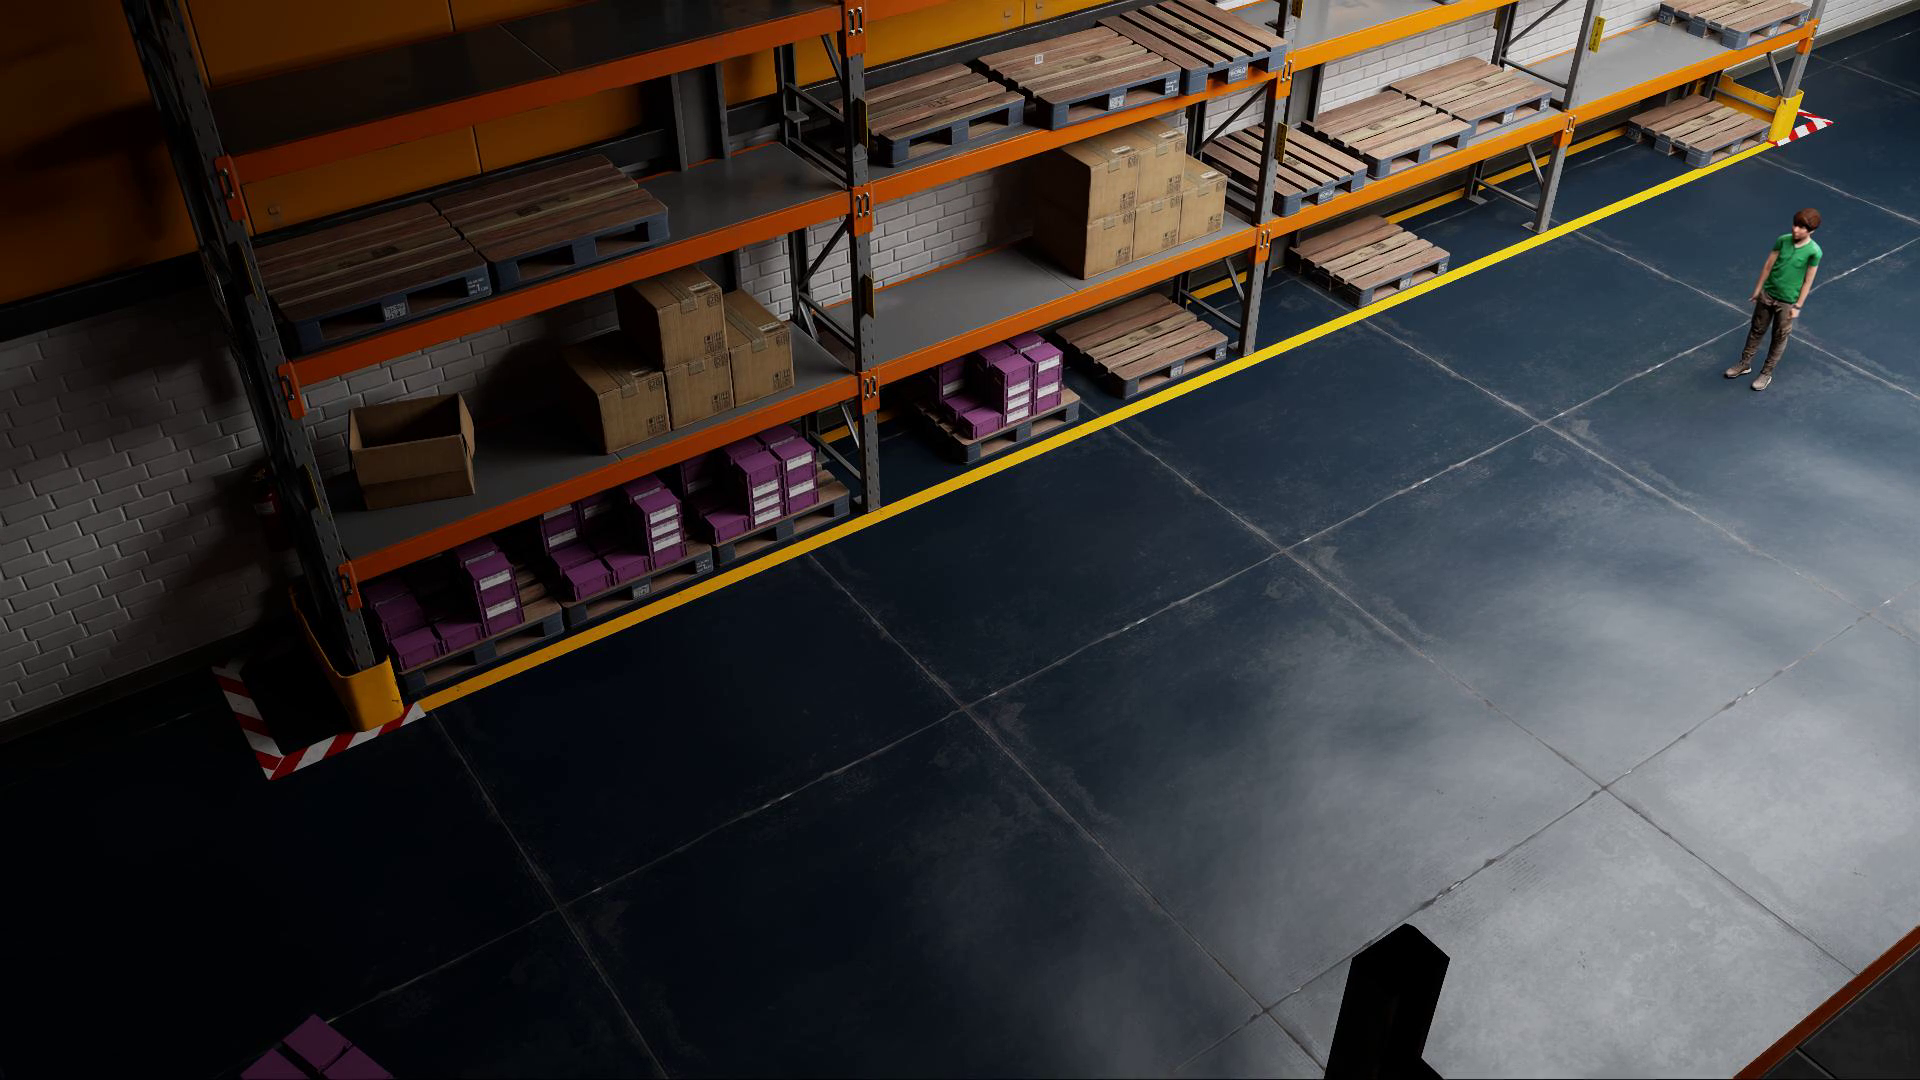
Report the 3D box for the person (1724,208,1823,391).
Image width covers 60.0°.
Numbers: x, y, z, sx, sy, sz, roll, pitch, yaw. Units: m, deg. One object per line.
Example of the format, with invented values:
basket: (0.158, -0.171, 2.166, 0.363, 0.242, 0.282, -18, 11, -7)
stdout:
person: (6.986, -2.075, 14.148, 0.528, 1.651, 0.582, -26, 46, -29)
